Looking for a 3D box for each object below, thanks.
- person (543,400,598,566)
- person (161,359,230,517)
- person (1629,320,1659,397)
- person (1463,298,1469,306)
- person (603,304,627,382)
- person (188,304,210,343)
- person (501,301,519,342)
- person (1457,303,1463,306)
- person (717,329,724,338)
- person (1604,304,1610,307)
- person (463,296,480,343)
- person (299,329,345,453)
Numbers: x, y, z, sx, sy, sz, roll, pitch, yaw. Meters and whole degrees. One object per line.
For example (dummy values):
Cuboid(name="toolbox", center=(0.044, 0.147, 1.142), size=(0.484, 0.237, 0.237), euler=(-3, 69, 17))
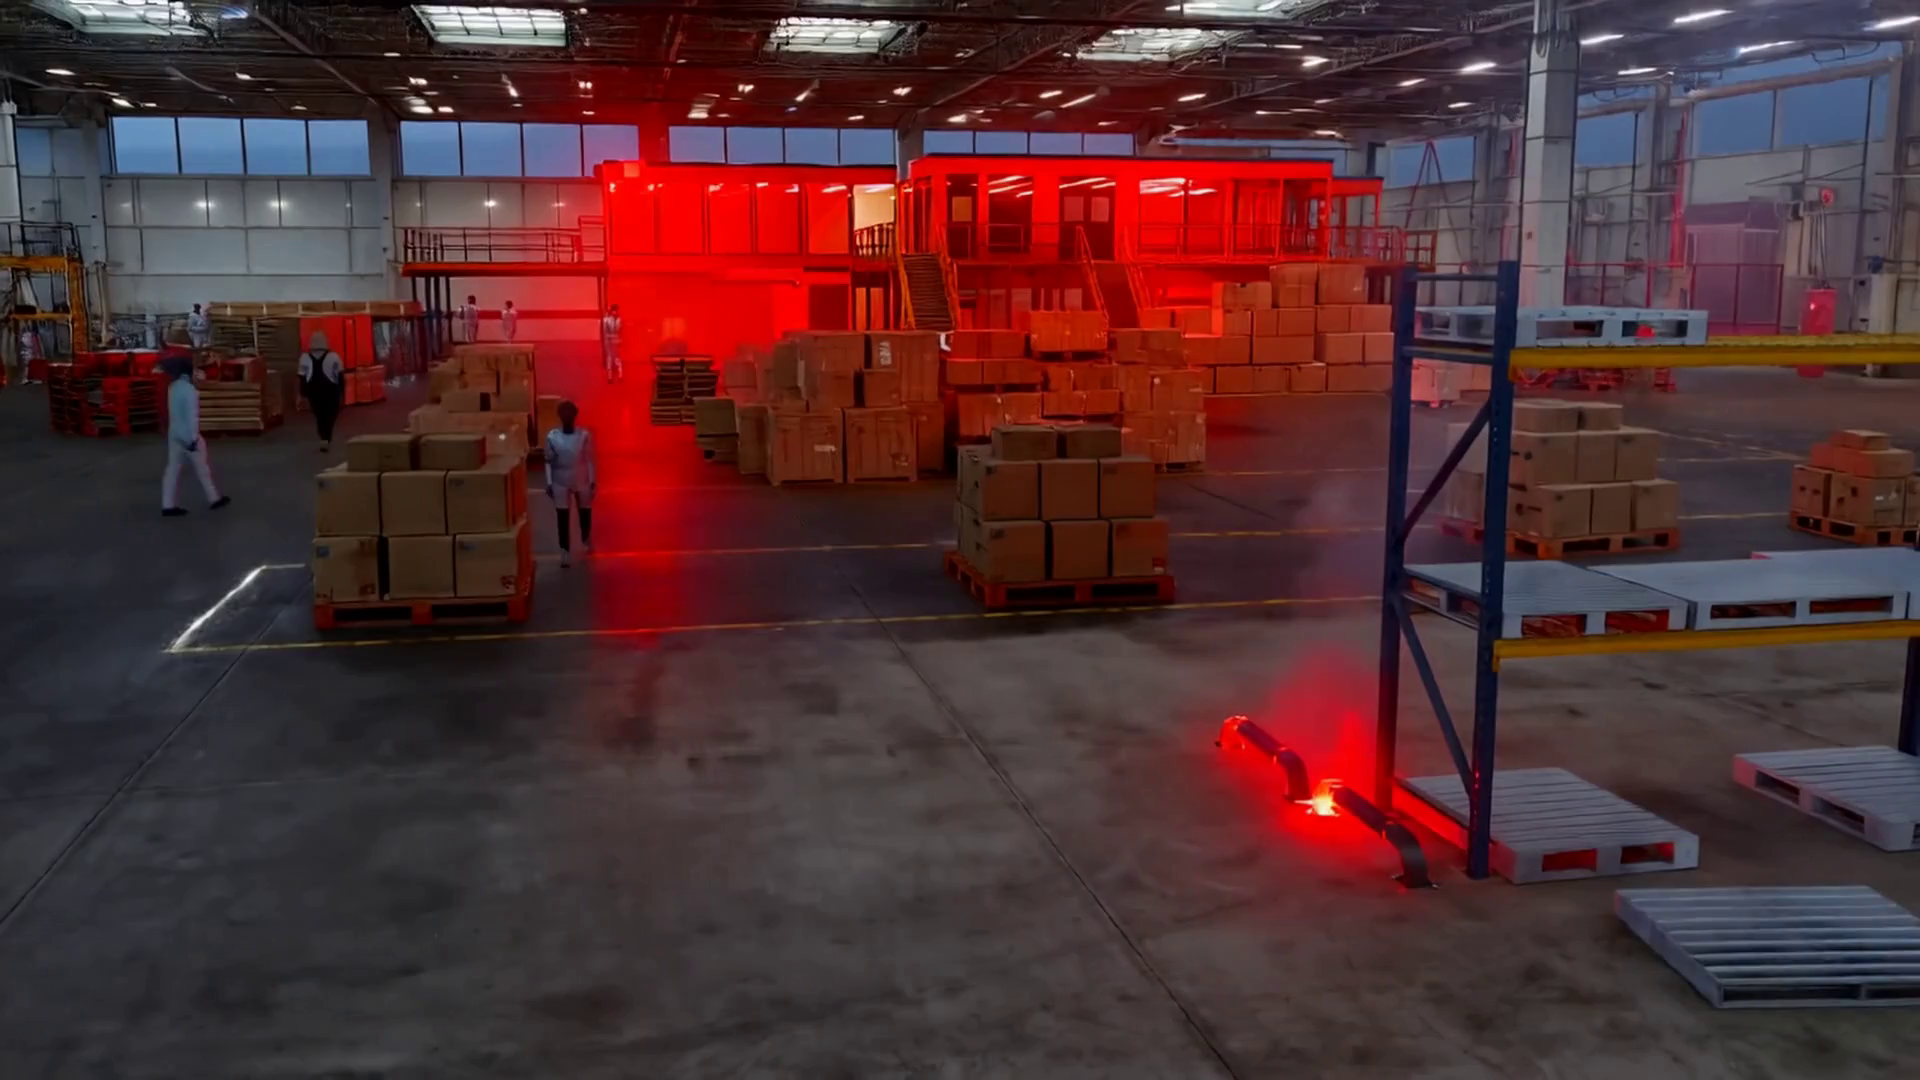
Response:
Cuboid(name="person", center=(-3.942, -0.592, 16.868), size=(0.538, 1.687, 0.471), euler=(-1, 9, -8))
Cuboid(name="person", center=(-9.397, -1.252, 20.275), size=(0.655, 1.883, 0.944), euler=(6, 11, 33))
Cuboid(name="person", center=(15.896, -4.273, 38.541), size=(0.725, 1.931, 0.688), euler=(0, 9, 0))
Cuboid(name="person", center=(18.234, -7.777, 60.047), size=(0.624, 1.897, 1.039), euler=(-1, 9, -3))
Cuboid(name="person", center=(-9.036, -5.146, 43.539), size=(0.616, 2.039, 0.387), euler=(-2, 10, -12))
Cuboid(name="person", center=(-23.177, -6.236, 50.662), size=(0.586, 1.883, 0.340), euler=(-2, 10, -12))
Cuboid(name="person", center=(-14.821, -6.913, 54.710), size=(0.549, 1.914, 0.705), euler=(-6, 11, -32))
Cuboid(name="person", center=(16.891, -7.144, 56.382), size=(0.661, 1.820, 0.636), euler=(8, 12, 39))
Cuboid(name="person", center=(-7.735, -6.569, 52.862), size=(0.649, 1.836, 0.380), euler=(4, 10, 26))
Cuboid(name="person", center=(19.884, -6.301, 51.023), size=(0.814, 1.902, 0.561), euler=(-7, 12, -38))
Cuboid(name="person", center=(-18.171, -8.099, 61.889), size=(0.595, 1.925, 0.374), euler=(-2, 10, -12))
Cuboid(name="person", center=(-10.345, -2.425, 26.956), size=(0.676, 2.000, 0.876), euler=(0, 9, 1))
